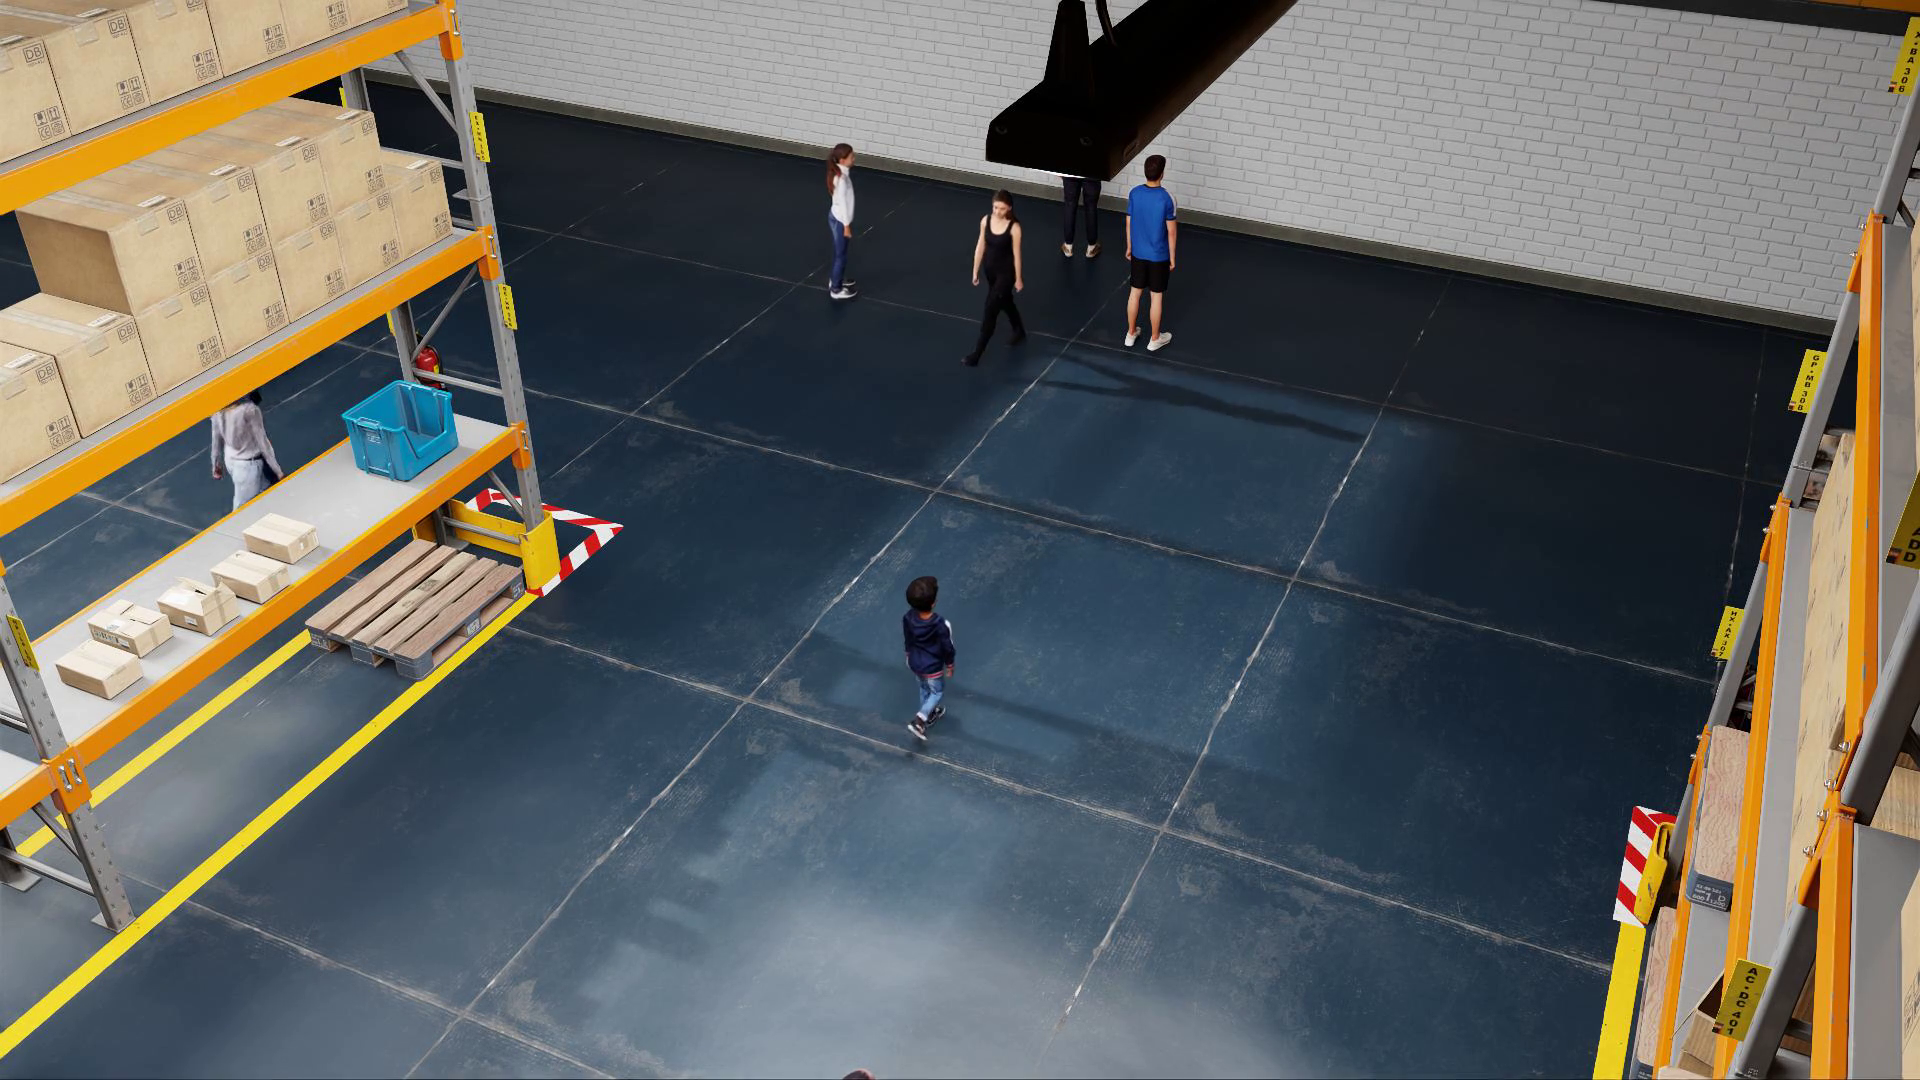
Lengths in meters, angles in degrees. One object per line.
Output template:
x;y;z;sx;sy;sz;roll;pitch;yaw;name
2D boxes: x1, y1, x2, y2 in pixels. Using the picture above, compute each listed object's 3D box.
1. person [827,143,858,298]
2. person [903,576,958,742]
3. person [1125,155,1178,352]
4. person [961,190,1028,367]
-1.183;-3.159;16.384;0.684;1.548;0.599;-4;34;-6;person
-0.230;0.780;10.757;0.577;1.216;0.712;20;39;28;person
1.751;-2.662;15.350;0.648;1.866;0.571;16;37;23;person
0.420;-2.425;15.207;0.830;1.629;1.218;26;41;33;person
